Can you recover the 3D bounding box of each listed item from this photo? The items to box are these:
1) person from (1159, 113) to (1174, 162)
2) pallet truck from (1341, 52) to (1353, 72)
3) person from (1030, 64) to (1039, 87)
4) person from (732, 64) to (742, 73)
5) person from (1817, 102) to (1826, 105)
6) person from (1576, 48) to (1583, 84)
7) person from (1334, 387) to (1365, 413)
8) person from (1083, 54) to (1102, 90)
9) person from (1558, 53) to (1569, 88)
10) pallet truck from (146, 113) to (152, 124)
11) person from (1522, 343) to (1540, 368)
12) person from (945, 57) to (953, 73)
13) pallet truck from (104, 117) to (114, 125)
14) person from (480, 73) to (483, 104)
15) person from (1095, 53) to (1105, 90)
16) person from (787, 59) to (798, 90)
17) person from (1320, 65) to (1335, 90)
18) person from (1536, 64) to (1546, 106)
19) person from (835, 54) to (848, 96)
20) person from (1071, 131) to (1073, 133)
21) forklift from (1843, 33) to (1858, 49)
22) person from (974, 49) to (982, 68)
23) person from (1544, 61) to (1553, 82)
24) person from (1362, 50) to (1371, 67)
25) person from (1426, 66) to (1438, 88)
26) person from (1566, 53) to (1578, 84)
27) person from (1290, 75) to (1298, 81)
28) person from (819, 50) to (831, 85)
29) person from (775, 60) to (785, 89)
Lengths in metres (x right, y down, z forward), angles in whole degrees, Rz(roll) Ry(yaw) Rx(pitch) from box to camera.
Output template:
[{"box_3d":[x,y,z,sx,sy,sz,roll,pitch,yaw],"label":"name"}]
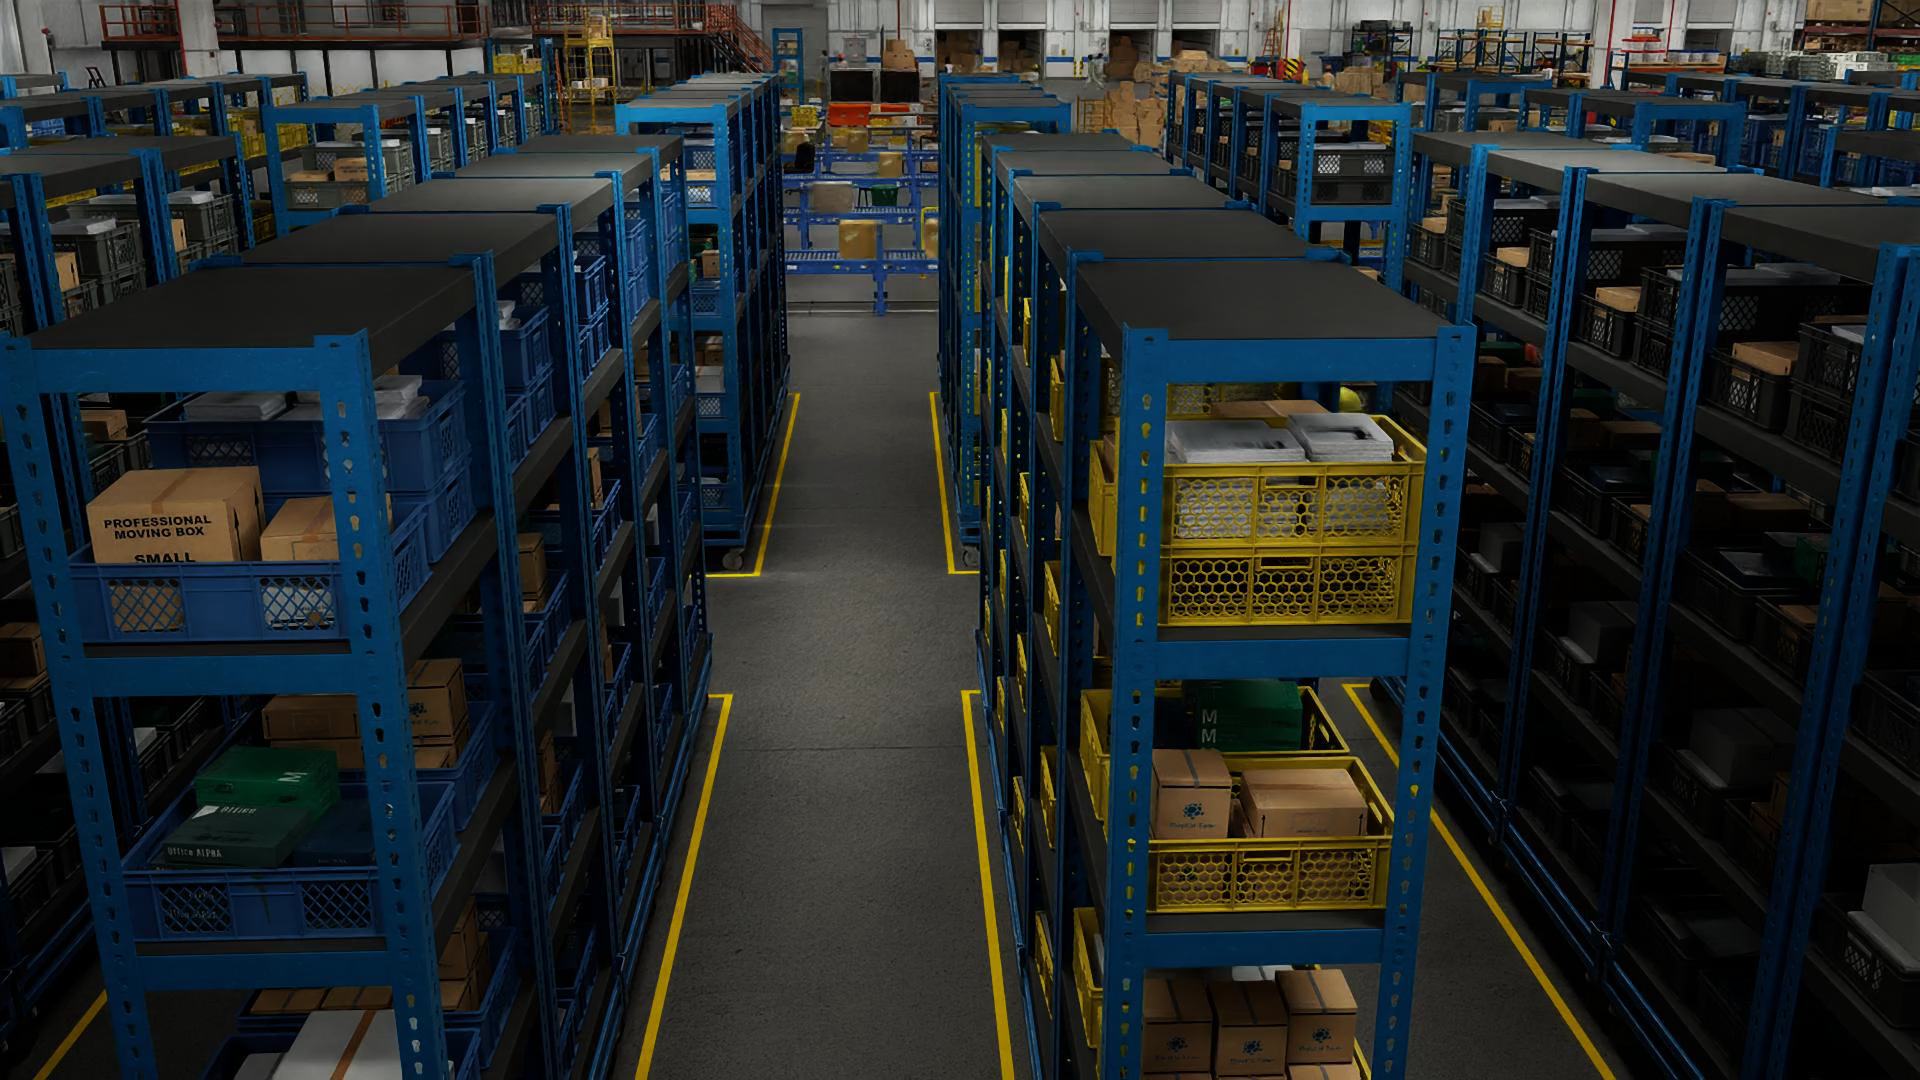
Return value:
[{"box_3d":[4.855,-9.063,38.985,0.404,1.833,0.587,8,19,22],"label":"person"},{"box_3d":[18.794,-23.123,82.231,0.823,1.965,1.885,-13,22,-35],"label":"pallet truck"},{"box_3d":[3.248,-20.130,73.417,0.490,1.716,0.731,-14,22,-36],"label":"person"},{"box_3d":[-9.257,-18.832,69.145,0.604,1.884,0.940,12,21,33],"label":"person"},{"box_3d":[21.982,-10.322,42.712,0.545,1.939,0.374,7,19,21],"label":"person"},{"box_3d":[34.112,-26.095,91.541,0.585,1.928,0.369,-7,19,-20],"label":"person"},{"box_3d":[2.700,-0.163,11.495,0.656,1.804,0.610,5,19,15],"label":"person"},{"box_3d":[6.858,-23.995,85.266,0.916,1.802,0.636,-2,18,-6],"label":"person"},{"box_3d":[28.957,-22.344,79.753,0.671,2.000,0.695,7,19,20],"label":"person"},{"box_3d":[-18.087,-8.309,36.390,1.885,1.965,0.823,-1,18,-4],"label":"pallet truck"},{"box_3d":[4.122,-0.505,12.267,0.717,1.978,0.622,-5,18,-14],"label":"person"},{"box_3d":[-0.523,-21.229,76.511,0.378,1.911,0.589,9,20,27],"label":"person"},{"box_3d":[-18.367,-7.885,35.078,1.885,1.965,0.823,1,18,2],"label":"pallet truck"},{"box_3d":[-17.333,-15.996,60.423,0.508,1.844,0.342,-15,23,-39],"label":"person"},{"box_3d":[7.171,-24.032,85.288,0.536,1.851,0.441,-8,20,-25],"label":"person"},{"box_3d":[-8.615,-24.023,85.223,0.593,1.867,0.630,-14,23,-37],"label":"person"},{"box_3d":[14.806,-18.176,67.105,0.546,1.890,0.996,4,18,12],"label":"person"},{"box_3d":[24.133,-18.849,69.235,0.506,1.860,0.323,-8,20,-23],"label":"person"},{"box_3d":[-5.707,-22.471,80.302,0.630,1.950,1.009,1,18,3],"label":"person"},{"box_3d":[2.171,-7.396,33.813,0.643,1.860,0.923,3,18,11],"label":"person"},{"box_3d":[44.508,-23.936,83.335,1.873,2.768,1.129,-2,18,-7],"label":"forklift"},{"box_3d":[0.971,-25.684,90.337,1.017,1.893,0.633,0,18,-1],"label":"person"},{"box_3d":[25.395,-19.746,71.963,0.337,1.882,0.583,17,25,42],"label":"person"},{"box_3d":[21.375,-24.817,87.618,0.420,1.910,0.598,17,24,42],"label":"person"},{"box_3d":[18.220,-17.314,64.316,0.381,1.958,0.602,-3,18,-10],"label":"person"},{"box_3d":[33.265,-25.586,90.378,0.508,1.676,0.540,-9,20,-25],"label":"person"},{"box_3d":[11.404,-14.982,57.178,0.789,1.904,0.568,-2,18,-5],"label":"person"},{"box_3d":[-7.391,-25.767,90.730,0.727,1.803,0.661,-4,18,-13],"label":"person"},{"box_3d":[-8.994,-23.395,83.239,0.547,1.908,0.869,-7,19,-21],"label":"person"}]
